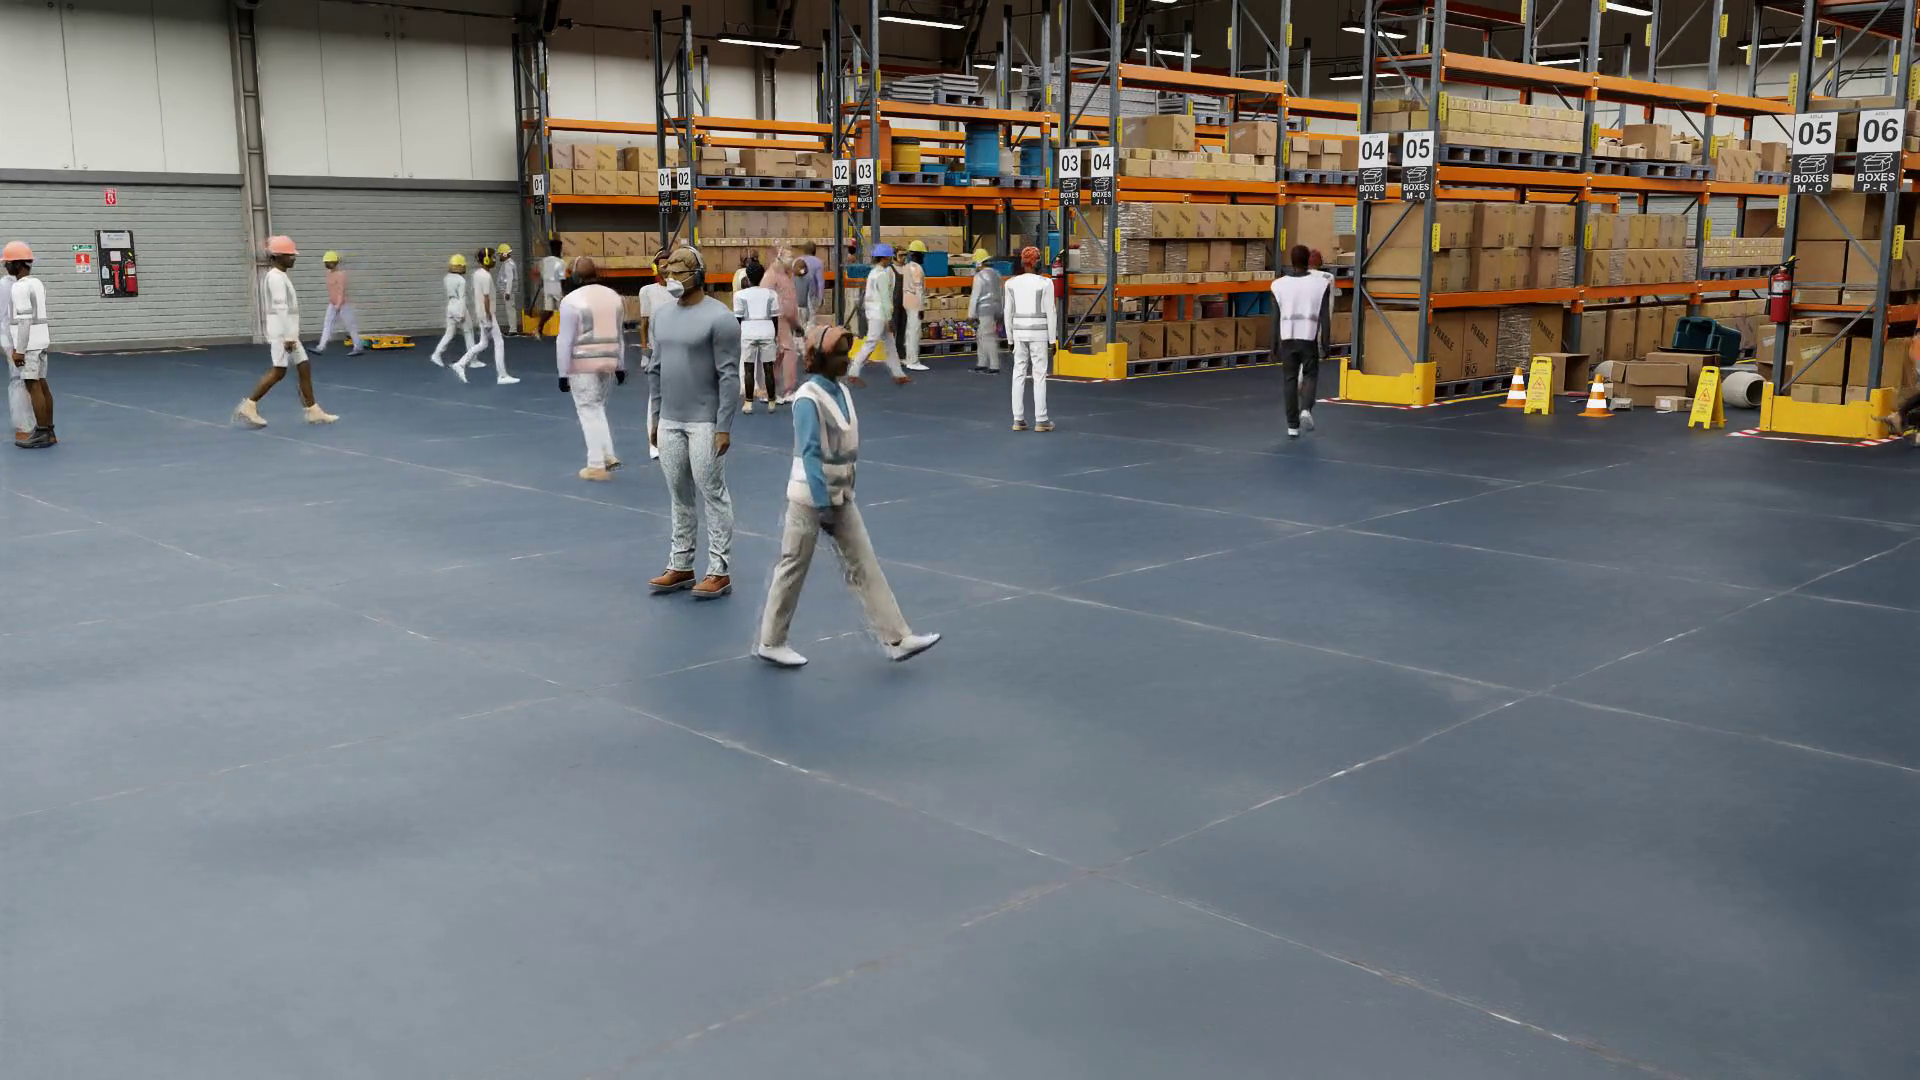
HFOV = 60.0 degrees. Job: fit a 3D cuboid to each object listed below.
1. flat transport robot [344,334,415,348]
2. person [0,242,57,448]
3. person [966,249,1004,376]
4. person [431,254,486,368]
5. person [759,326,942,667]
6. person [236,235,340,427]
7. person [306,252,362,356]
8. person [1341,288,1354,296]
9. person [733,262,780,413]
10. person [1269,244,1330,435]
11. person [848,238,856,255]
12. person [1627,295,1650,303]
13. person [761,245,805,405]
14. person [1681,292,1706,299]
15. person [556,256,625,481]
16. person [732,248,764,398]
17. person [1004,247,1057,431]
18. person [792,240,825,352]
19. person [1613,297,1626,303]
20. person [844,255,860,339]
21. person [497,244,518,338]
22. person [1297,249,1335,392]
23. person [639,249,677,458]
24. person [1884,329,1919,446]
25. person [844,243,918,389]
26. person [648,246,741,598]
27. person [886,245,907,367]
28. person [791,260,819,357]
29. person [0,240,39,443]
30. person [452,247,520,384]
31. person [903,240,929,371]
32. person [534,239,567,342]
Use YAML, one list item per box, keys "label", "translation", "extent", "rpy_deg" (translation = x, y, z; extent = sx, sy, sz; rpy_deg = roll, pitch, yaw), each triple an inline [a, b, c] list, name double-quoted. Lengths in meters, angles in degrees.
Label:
- label: "flat transport robot"
  translation: [-10.478, -3.596, 29.983]
  extent: [0.652, 0.197, 1.431]
  rpy_deg: [-10, 14, -44]
- label: "person"
  translation: [-8.886, -1.861, 15.853]
  extent: [0.352, 1.940, 0.545]
  rpy_deg: [-2, 11, -13]
- label: "person"
  translation: [0.308, -3.265, 23.884]
  extent: [0.692, 1.799, 0.606]
  rpy_deg: [5, 12, 27]
- label: "person"
  translation: [-7.639, -3.466, 25.207]
  extent: [0.497, 1.716, 0.782]
  rpy_deg: [7, 13, 35]
- label: "person"
  translation: [-0.553, -0.182, 7.652]
  extent: [0.884, 1.584, 0.526]
  rpy_deg: [4, 11, 21]
- label: "person"
  translation: [-7.157, -2.197, 17.515]
  extent: [0.984, 2.009, 0.621]
  rpy_deg: [-3, 11, -17]
- label: "person"
  translation: [-10.382, -3.893, 27.538]
  extent: [0.554, 1.716, 0.929]
  rpy_deg: [8, 13, 39]
- label: "person"
  translation: [7.923, -5.104, 33.378]
  extent: [0.540, 2.000, 0.683]
  rpy_deg: [-7, 12, -33]
- label: "person"
  translation: [-2.301, -2.288, 18.847]
  extent: [0.532, 1.696, 0.319]
  rpy_deg: [-3, 11, -17]
- label: "person"
  translation: [3.405, -2.000, 16.696]
  extent: [0.612, 1.903, 0.443]
  rpy_deg: [2, 11, 12]
- label: "person"
  translation: [-2.300, -5.442, 35.382]
  extent: [0.357, 1.937, 0.551]
  rpy_deg: [-4, 11, -21]
- label: "person"
  translation: [15.812, -5.968, 38.665]
  extent: [0.597, 1.808, 0.798]
  rpy_deg: [-4, 11, -21]
- label: "person"
  translation: [-2.032, -2.548, 19.756]
  extent: [0.761, 1.881, 0.642]
  rpy_deg: [2, 11, 9]
- label: "person"
  translation: [13.896, -4.674, 31.508]
  extent: [0.450, 1.822, 0.644]
  rpy_deg: [-3, 11, -17]
- label: "person"
  translation: [-3.054, -1.407, 13.683]
  extent: [0.464, 1.824, 0.659]
  rpy_deg: [7, 12, 33]
- label: "person"
  translation: [-2.618, -2.723, 20.822]
  extent: [0.429, 1.844, 0.626]
  rpy_deg: [-4, 11, -20]
- label: "person"
  translation: [0.736, -2.071, 17.153]
  extent: [0.575, 1.883, 0.355]
  rpy_deg: [5, 12, 27]
- label: "person"
  translation: [-2.638, -4.216, 28.753]
  extent: [0.668, 1.918, 0.524]
  rpy_deg: [5, 12, 26]
- label: "person"
  translation: [13.899, -5.461, 35.277]
  extent: [0.647, 2.015, 0.477]
  rpy_deg: [-9, 14, -41]
- label: "person"
  translation: [-2.076, -4.628, 31.784]
  extent: [0.286, 1.635, 0.511]
  rpy_deg: [-6, 12, -28]
- label: "person"
  translation: [-8.932, -4.921, 32.839]
  extent: [0.403, 1.827, 0.601]
  rpy_deg: [-2, 11, -11]
- label: "person"
  translation: [4.489, -2.821, 21.391]
  extent: [0.551, 1.843, 0.933]
  rpy_deg: [7, 12, 32]
- label: "person"
  translation: [-2.645, -1.687, 15.092]
  extent: [0.519, 1.873, 0.328]
  rpy_deg: [-6, 12, -30]
- label: "person"
  translation: [9.200, -1.714, 15.768]
  extent: [0.488, 1.670, 0.569]
  rpy_deg: [3, 11, 14]
- label: "person"
  translation: [-1.084, -2.947, 21.903]
  extent: [1.008, 1.901, 0.638]
  rpy_deg: [-2, 11, -12]
- label: "person"
  translation: [-1.492, -0.654, 9.273]
  extent: [0.631, 1.940, 0.372]
  rpy_deg: [7, 12, 33]
- label: "person"
  translation: [-0.947, -3.588, 25.527]
  extent: [0.328, 1.844, 0.511]
  rpy_deg: [9, 14, 41]
- label: "person"
  translation: [-2.605, -3.810, 27.400]
  extent: [0.511, 1.588, 0.819]
  rpy_deg: [-8, 13, -36]
- label: "person"
  translation: [-9.033, -1.903, 16.058]
  extent: [0.400, 1.947, 0.611]
  rpy_deg: [-2, 11, -9]
- label: "person"
  translation: [-6.444, -3.030, 22.479]
  extent: [0.813, 1.847, 0.519]
  rpy_deg: [-7, 12, -33]
- label: "person"
  translation: [-0.652, -3.494, 24.811]
  extent: [0.392, 1.924, 0.589]
  rpy_deg: [-3, 11, -17]
- label: "person"
  translation: [-7.550, -4.600, 30.788]
  extent: [0.622, 1.941, 0.754]
  rpy_deg: [5, 11, 25]
